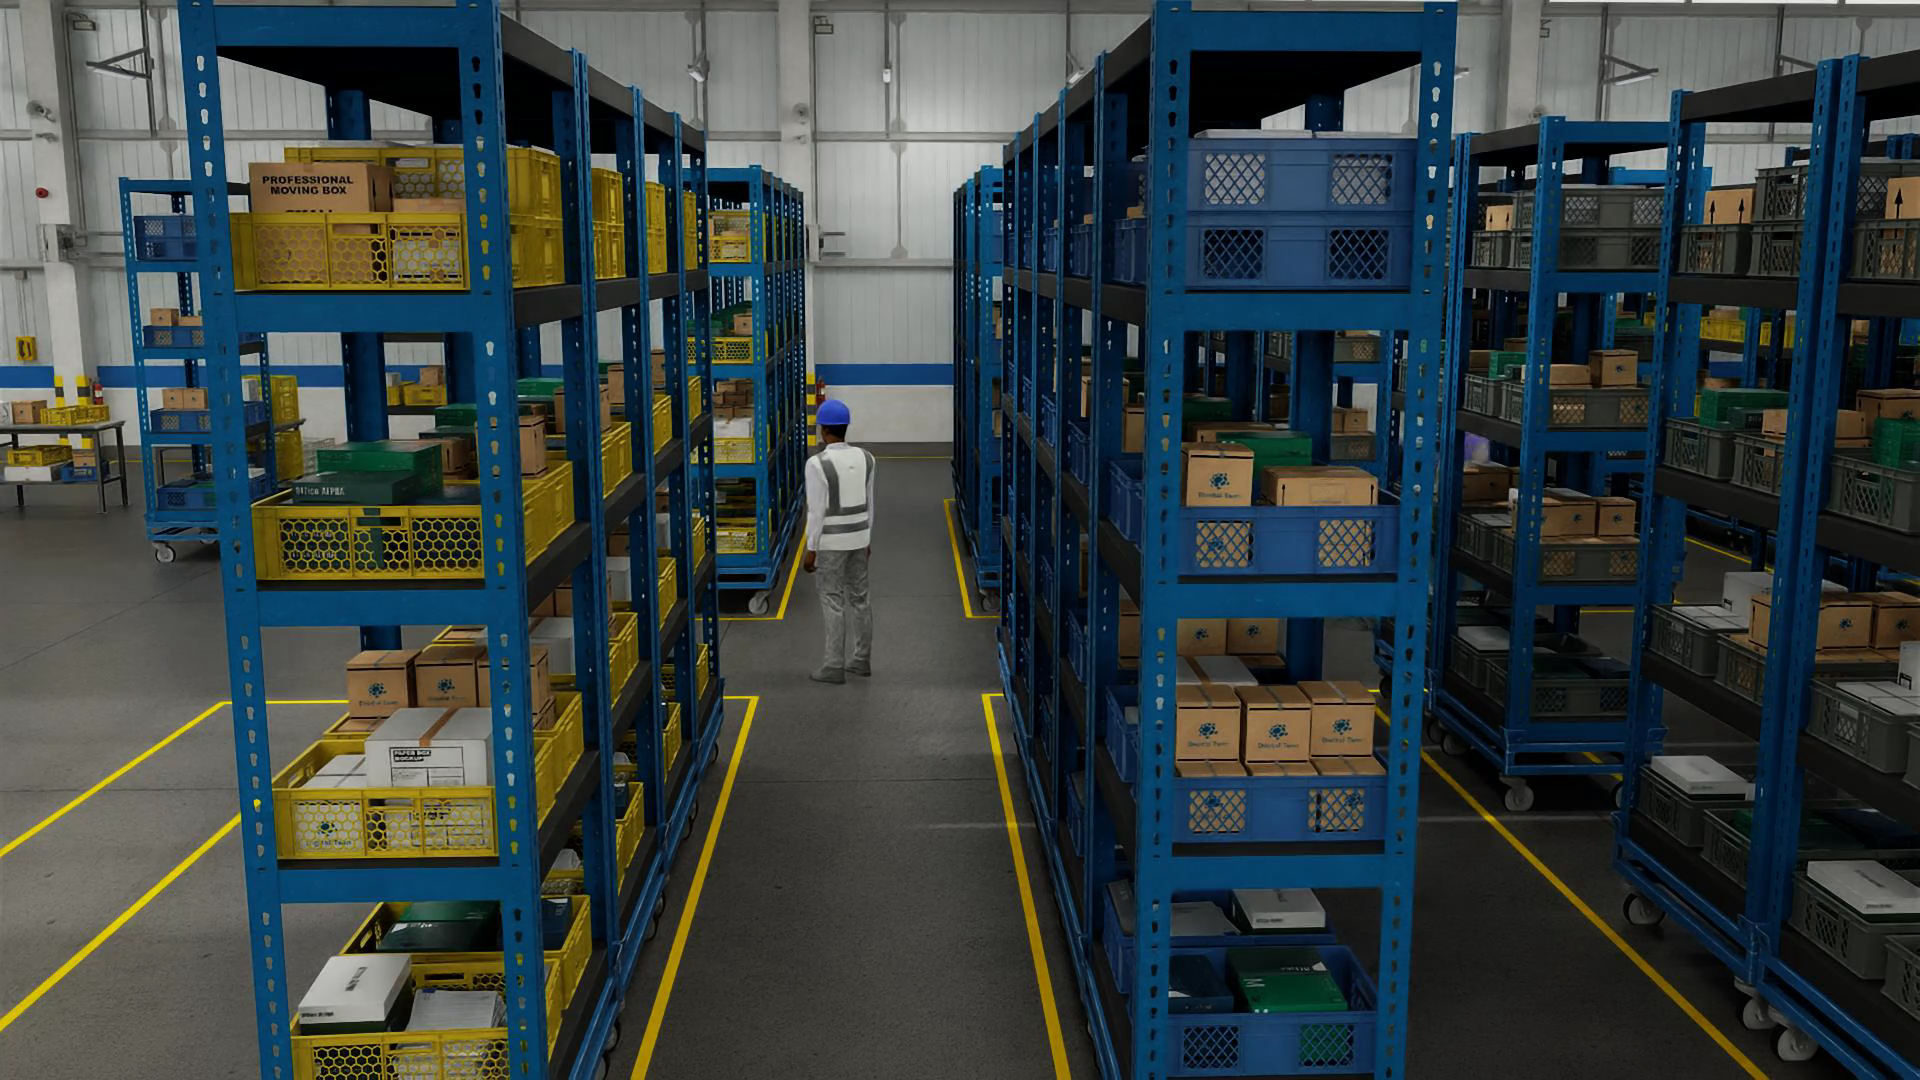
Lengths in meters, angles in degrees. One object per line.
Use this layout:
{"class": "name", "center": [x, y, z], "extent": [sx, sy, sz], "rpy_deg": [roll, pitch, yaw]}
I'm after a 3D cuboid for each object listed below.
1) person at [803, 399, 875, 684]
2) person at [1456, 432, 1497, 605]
{"class": "person", "center": [-0.836, 0.011, 11.378], "extent": [0.406, 1.948, 0.605], "rpy_deg": [9, 13, 42]}
{"class": "person", "center": [4.046, -0.189, 12.880], "extent": [0.667, 1.818, 0.616], "rpy_deg": [1, 10, 5]}
